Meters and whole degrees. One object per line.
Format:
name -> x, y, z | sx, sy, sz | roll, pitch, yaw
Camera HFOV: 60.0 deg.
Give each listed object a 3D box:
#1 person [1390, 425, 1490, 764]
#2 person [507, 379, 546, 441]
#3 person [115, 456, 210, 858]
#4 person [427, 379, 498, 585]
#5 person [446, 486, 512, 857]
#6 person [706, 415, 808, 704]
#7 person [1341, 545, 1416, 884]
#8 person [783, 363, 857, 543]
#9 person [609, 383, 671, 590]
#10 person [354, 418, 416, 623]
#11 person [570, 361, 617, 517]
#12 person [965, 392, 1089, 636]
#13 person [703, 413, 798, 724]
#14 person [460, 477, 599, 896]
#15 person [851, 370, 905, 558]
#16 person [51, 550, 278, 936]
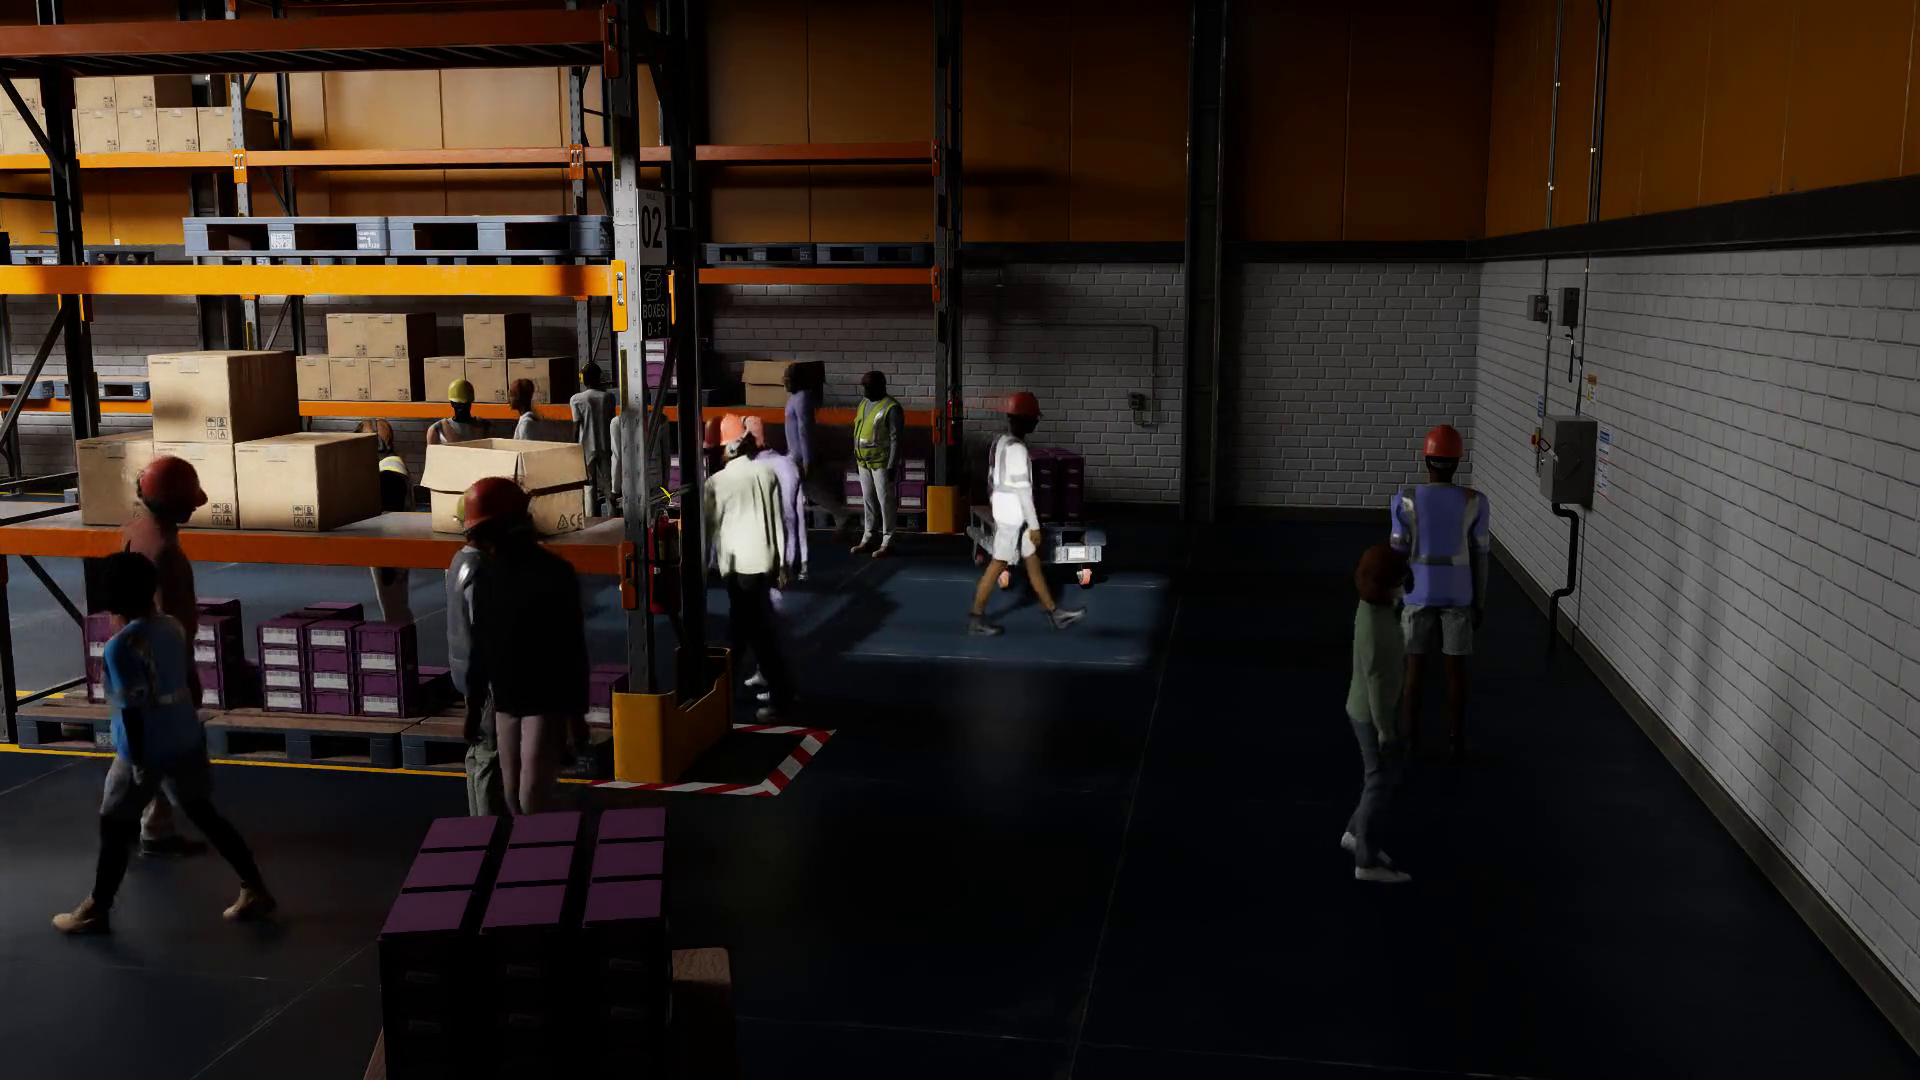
person -> 2.712, 0.314, 9.457 | 0.544, 1.939, 0.354 | 2, 9, 13
person -> -3.946, -0.492, 14.744 | 0.924, 1.840, 0.606 | -2, 9, -14
person -> -3.858, 0.554, 7.965 | 0.430, 1.939, 0.821 | -9, 13, -44
person -> -4.112, -0.383, 13.857 | 0.581, 1.919, 0.393 | -5, 11, -30
person -> -2.157, 0.644, 7.722 | 0.404, 1.837, 0.589 | -4, 10, -24
person -> -1.333, 0.131, 10.784 | 0.715, 1.875, 0.659 | 5, 10, 27
person -> 1.903, 0.796, 7.520 | 0.320, 1.600, 0.580 | 4, 10, 22
person -> -1.558, -0.868, 16.977 | 0.981, 1.885, 0.639 | -1, 9, -4
person -> -2.794, -0.478, 14.542 | 0.574, 1.883, 0.355 | -7, 12, -38
person -> -3.829, 0.106, 11.075 | 0.429, 1.837, 0.629 | -4, 10, -23
person -> -3.805, -0.918, 17.303 | 0.518, 1.874, 0.330 | -6, 11, -31
person -> 0.501, -0.185, 12.699 | 0.997, 1.879, 0.573 | -1, 9, -3
person -> -1.389, 0.165, 10.451 | 1.031, 1.923, 0.619 | 5, 10, 29
person -> -1.811, 0.696, 7.074 | 0.652, 1.947, 0.474 | 7, 12, 38
person -> -0.828, -0.748, 16.362 | 0.430, 1.838, 0.619 | -8, 12, -40
person -> -3.365, 0.854, 7.013 | 0.898, 1.646, 0.536 | 0, 9, 3
